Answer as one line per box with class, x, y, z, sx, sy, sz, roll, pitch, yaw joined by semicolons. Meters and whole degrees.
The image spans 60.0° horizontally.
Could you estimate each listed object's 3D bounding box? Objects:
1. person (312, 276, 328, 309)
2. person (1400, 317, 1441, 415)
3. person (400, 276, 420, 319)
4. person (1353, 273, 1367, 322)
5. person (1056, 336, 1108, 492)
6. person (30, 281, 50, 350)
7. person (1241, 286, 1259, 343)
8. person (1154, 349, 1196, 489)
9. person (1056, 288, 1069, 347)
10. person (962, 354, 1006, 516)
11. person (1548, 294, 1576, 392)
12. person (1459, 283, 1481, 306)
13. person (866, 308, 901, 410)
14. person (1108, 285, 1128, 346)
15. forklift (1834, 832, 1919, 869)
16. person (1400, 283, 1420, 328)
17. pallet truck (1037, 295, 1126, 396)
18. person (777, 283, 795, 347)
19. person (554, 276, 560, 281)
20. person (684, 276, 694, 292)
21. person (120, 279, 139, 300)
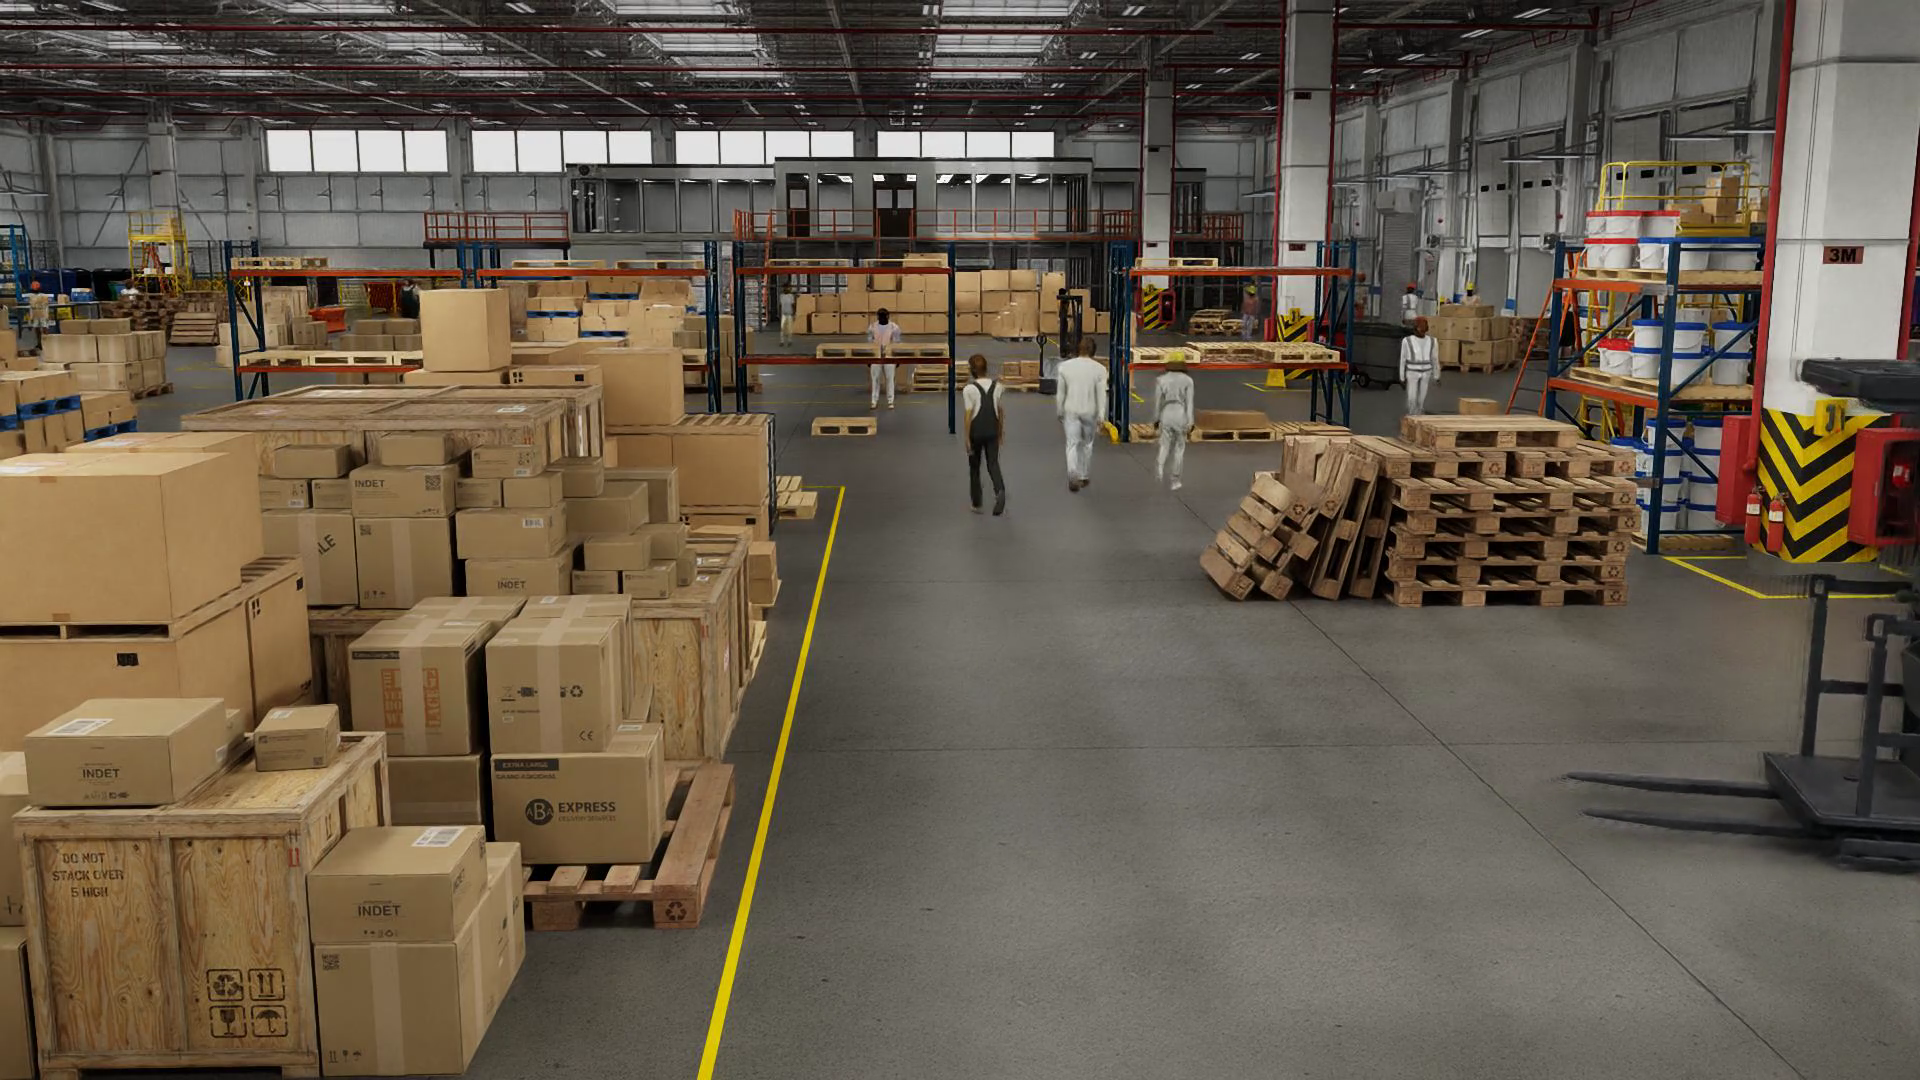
person;-24.472;-9.220;63.581;0.537;1.721;0.892;-4;11;-20
person;7.200;-2.530;25.909;0.594;1.859;0.766;-1;10;-7
person;-17.354;-7.378;52.423;0.684;2.000;0.550;2;10;11
person;13.588;-8.100;56.638;0.545;1.980;0.620;5;11;25
person;1.486;-1.541;20.317;0.641;1.895;0.896;2;10;9
person;-25.831;-6.290;46.652;0.551;1.934;0.373;1;10;6
person;8.578;-6.653;49.278;0.527;1.708;0.754;2;10;13
person;2.644;-1.482;20.461;0.494;1.731;0.391;5;11;26
person;2.955;-6.406;47.965;0.319;1.697;0.533;4;11;22
person;0.286;-1.139;18.326;0.518;1.804;0.807;-4;11;-19
person;12.159;-3.959;33.552;0.619;1.984;0.405;-3;11;-18
person;14.022;-6.121;45.772;0.626;1.909;0.430;5;11;26
person;-1.393;-3.281;30.155;0.623;1.844;0.429;1;10;5
person;4.706;-6.624;48.933;0.971;1.796;0.650;-8;13;-36
forklift;5.302;0.150;8.144;1.873;2.768;1.129;2;10;12
person;12.486;-6.174;46.136;0.640;1.889;0.518;-6;12;-29
pallet truck;2.483;-3.881;33.060;1.885;1.965;0.823;-7;13;-36
person;-4.990;-6.458;47.881;0.546;1.824;0.929;2;10;9
person;-14.500;-8.687;60.023;0.588;1.930;0.361;7;12;33
person;-9.100;-7.873;55.624;1.009;1.885;0.647;-5;11;-26
person;-26.238;-7.331;52.648;0.583;1.863;0.801;0;10;2
